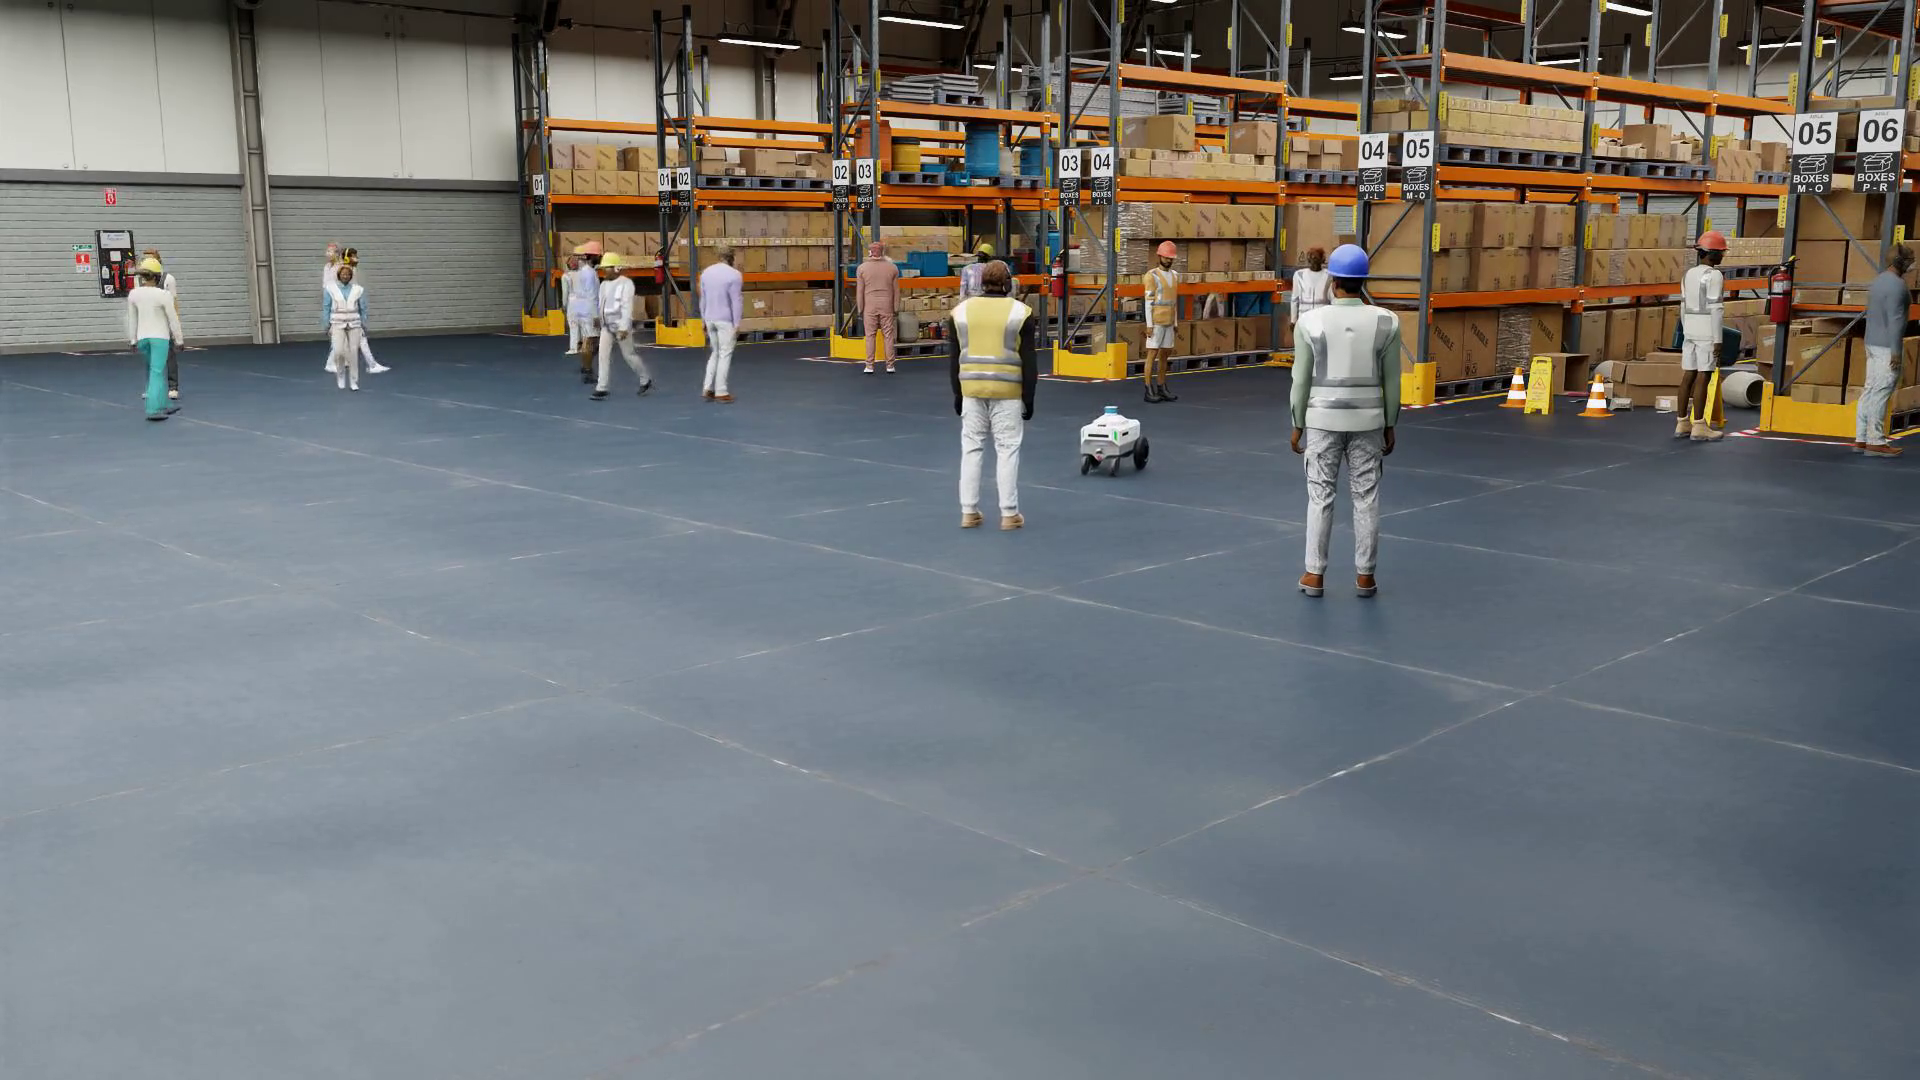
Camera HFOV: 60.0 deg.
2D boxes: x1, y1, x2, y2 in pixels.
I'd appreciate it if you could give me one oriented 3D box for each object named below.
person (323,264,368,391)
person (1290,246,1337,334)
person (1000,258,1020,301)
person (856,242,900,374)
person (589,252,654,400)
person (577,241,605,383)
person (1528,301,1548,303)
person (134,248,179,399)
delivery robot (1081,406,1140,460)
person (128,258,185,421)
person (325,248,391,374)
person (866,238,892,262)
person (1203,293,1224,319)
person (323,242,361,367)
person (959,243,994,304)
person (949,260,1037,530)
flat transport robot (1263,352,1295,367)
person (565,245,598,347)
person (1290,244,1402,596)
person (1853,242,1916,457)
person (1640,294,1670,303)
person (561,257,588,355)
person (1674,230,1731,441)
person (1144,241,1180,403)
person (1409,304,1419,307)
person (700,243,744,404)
[{"bbox_3d":[-7.940,-2.746,21.530,0.546,1.624,0.425,-5,12,-27],"label":"person"},{"bbox_3d":[4.466,-2.766,21.015,0.606,1.850,0.869,3,11,14],"label":"person"},{"bbox_3d":[0.626,-3.411,25.082,0.539,1.664,0.636,-7,13,-35],"label":"person"},{"bbox_3d":[-1.193,-3.377,24.221,0.641,1.905,0.410,-2,11,-9],"label":"person"},{"bbox_3d":[-4.203,-2.650,20.528,0.584,1.804,0.868,7,12,33],"label":"person"},{"bbox_3d":[-4.993,-3.105,22.672,0.399,1.920,0.559,-1,10,-7],"label":"person"},{"bbox_3d":[9.141,-3.639,26.520,0.516,1.584,0.871,9,14,40],"label":"person"},{"bbox_3d":[-9.872,-2.655,20.440,0.507,1.846,0.345,-1,10,-5],"label":"person"},{"bbox_3d":[1.294,-0.904,14.271,0.477,0.478,0.707,4,11,22],"label":"delivery robot"},{"bbox_3d":[-8.746,-2.203,18.244,0.549,1.733,0.798,2,11,13],"label":"person"},{"bbox_3d":[-8.877,-3.341,24.262,0.971,1.823,0.540,0,10,-2],"label":"person"},{"bbox_3d":[-1.441,-4.281,28.936,0.644,1.973,0.439,9,14,41],"label":"person"},{"bbox_3d":[4.629,-4.494,30.479,0.874,1.836,0.540,-9,14,-41],"label":"person"},{"bbox_3d":[-9.439,-3.586,25.385,0.660,1.890,0.543,8,13,37],"label":"person"},{"bbox_3d":[0.273,-3.457,24.735,0.630,1.880,0.434,-3,11,-15],"label":"person"},{"bbox_3d":[0.235,-0.999,11.466,0.623,1.833,0.433,4,11,19],"label":"person"},{"bbox_3d":[5.355,-2.795,25.615,1.431,0.197,0.652,-10,14,-43],"label":"flat transport robot"},{"bbox_3d":[-6.790,-4.413,30.111,0.618,1.807,0.739,3,11,18],"label":"person"},{"bbox_3d":[2.142,-0.659,9.264,0.609,1.951,0.377,1,10,5],"label":"person"},{"bbox_3d":[8.472,-1.745,15.221,0.352,1.937,0.635,2,11,11],"label":"person"},{"bbox_3d":[12.246,-4.336,29.491,0.653,1.895,0.469,6,12,31],"label":"person"},{"bbox_3d":[-6.499,-3.950,28.056,0.314,1.642,0.514,8,13,37],"label":"person"},{"bbox_3d":[7.350,-2.018,16.427,0.376,2.044,0.607,-2,10,-8],"label":"person"},{"bbox_3d":[2.469,-2.643,20.143,0.547,1.929,0.385,-9,14,-40],"label":"person"},{"bbox_3d":[7.724,-4.027,27.736,0.543,1.921,0.500,9,13,39],"label":"person"},{"bbox_3d":[-2.857,-2.607,20.032,0.644,1.912,0.466,7,13,34],"label":"person"}]
